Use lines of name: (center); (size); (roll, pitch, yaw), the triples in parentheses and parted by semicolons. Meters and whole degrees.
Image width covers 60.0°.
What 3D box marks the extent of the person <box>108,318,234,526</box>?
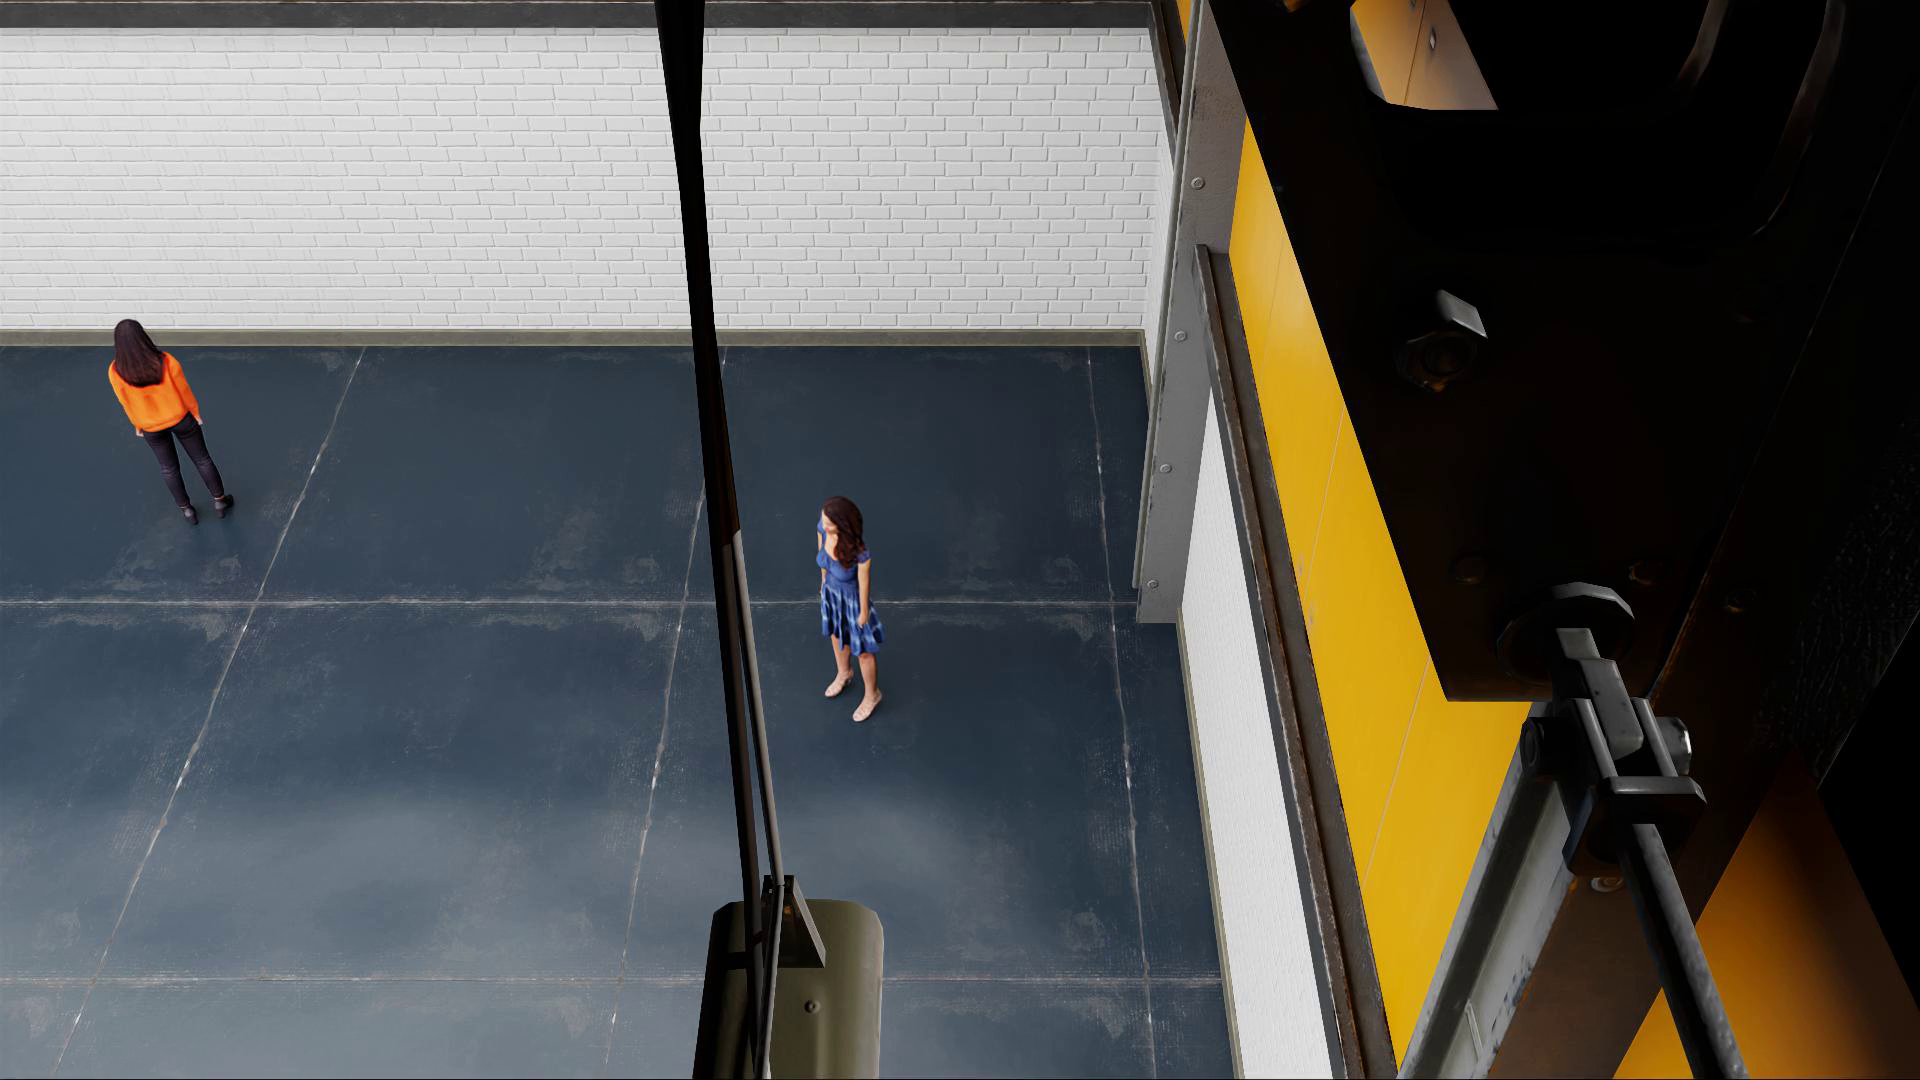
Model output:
person: (-5.585, -0.829, 11.716); (0.685, 1.749, 0.656); (-13, 45, -13)

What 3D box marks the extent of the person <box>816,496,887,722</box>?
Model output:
person: (-0.707, 0.413, 10.370); (0.816, 1.805, 0.750); (-33, 53, -30)
